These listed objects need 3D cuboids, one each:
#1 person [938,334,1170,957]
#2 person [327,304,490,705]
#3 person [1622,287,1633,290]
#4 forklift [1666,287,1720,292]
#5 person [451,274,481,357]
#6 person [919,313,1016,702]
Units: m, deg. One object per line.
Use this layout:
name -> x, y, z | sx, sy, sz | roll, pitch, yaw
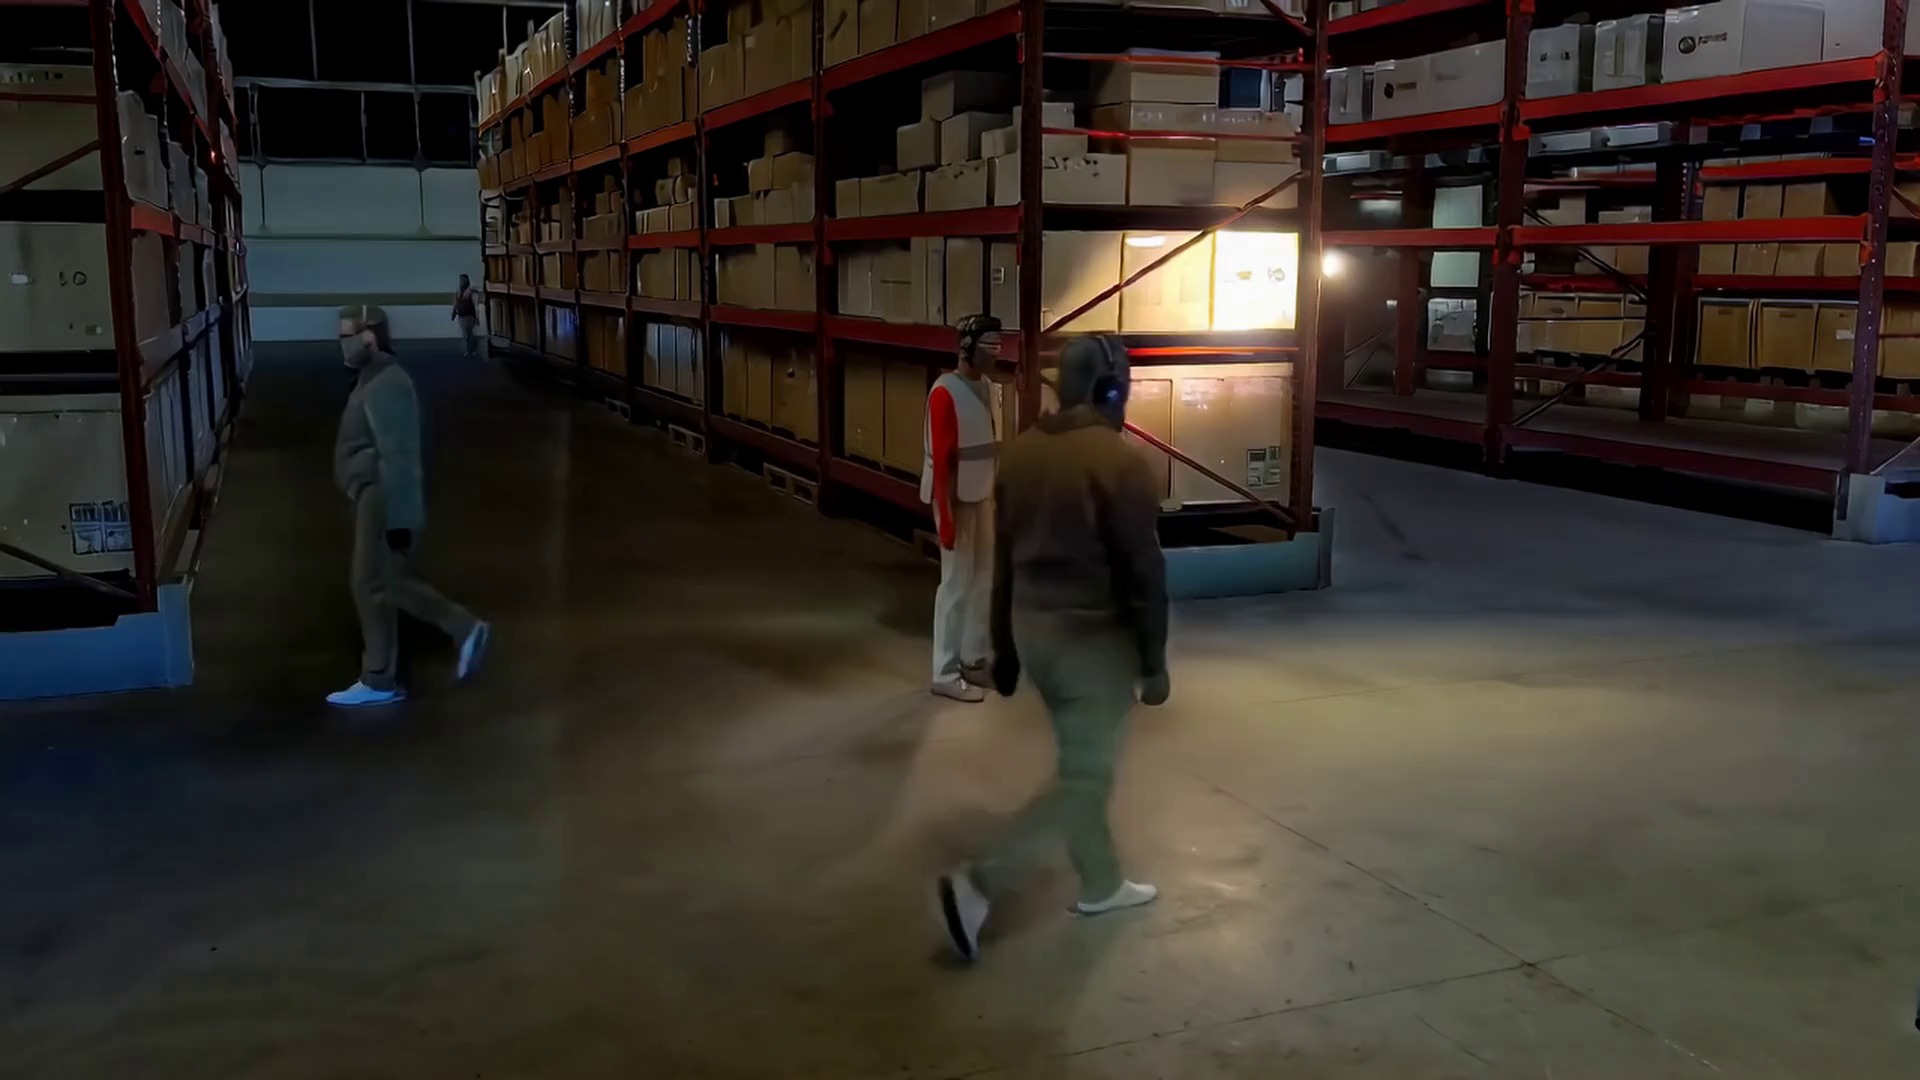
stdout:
person -> 0.292, 0.317, 5.009 | 0.852, 1.872, 0.625 | -6, 11, -31
person -> -2.643, -0.166, 7.825 | 0.656, 1.886, 0.645 | -3, 10, -15
person -> 16.917, -5.925, 42.135 | 0.389, 1.949, 0.604 | 1, 10, 7
forklift -> 12.070, -3.932, 27.417 | 1.129, 2.768, 1.873 | -2, 10, -11
person -> -10.826, -4.887, 36.317 | 0.634, 1.826, 0.565 | 5, 11, 26
person -> 0.019, -0.155, 7.920 | 0.391, 1.837, 0.565 | 5, 11, 26
